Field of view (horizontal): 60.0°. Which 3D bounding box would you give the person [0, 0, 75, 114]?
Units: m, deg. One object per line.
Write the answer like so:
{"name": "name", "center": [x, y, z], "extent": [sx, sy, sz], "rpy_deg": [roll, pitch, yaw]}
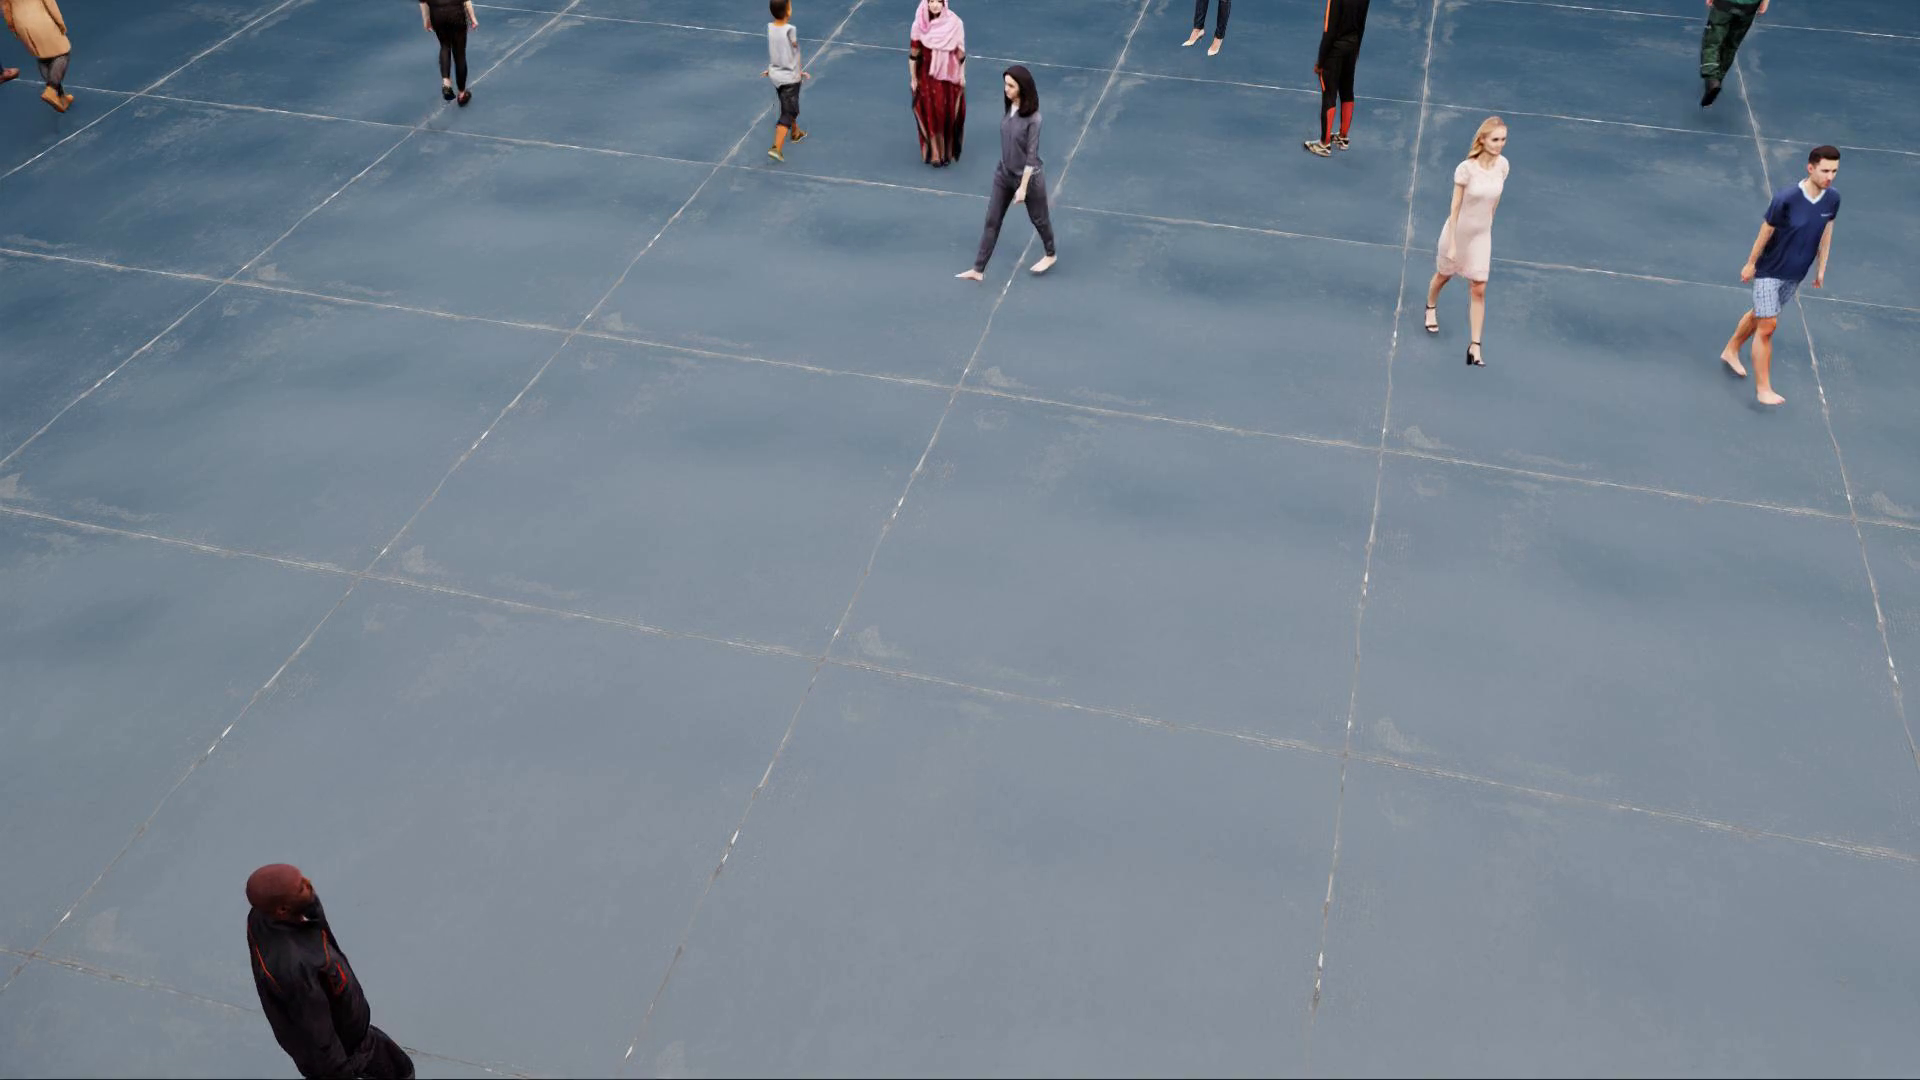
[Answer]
{"name": "person", "center": [-8.465, -4.699, 15.171], "extent": [0.793, 1.715, 0.936], "rpy_deg": [0, 38, 0]}

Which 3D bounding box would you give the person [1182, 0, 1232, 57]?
{"name": "person", "center": [2.355, -5.439, 15.469], "extent": [0.823, 1.783, 0.751], "rpy_deg": [31, 48, 34]}

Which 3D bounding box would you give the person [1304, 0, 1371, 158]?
{"name": "person", "center": [3.330, -4.273, 14.551], "extent": [0.693, 1.807, 0.762], "rpy_deg": [-21, 43, -25]}

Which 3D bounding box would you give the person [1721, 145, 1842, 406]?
{"name": "person", "center": [5.644, -1.908, 11.527], "extent": [0.962, 1.810, 1.179], "rpy_deg": [-7, 39, -9]}

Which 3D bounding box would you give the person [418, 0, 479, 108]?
{"name": "person", "center": [-4.739, -4.790, 15.298], "extent": [0.667, 1.702, 0.703], "rpy_deg": [2, 38, 2]}

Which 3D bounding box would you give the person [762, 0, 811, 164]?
{"name": "person", "center": [-1.565, -4.097, 14.634], "extent": [0.675, 1.429, 1.034], "rpy_deg": [15, 40, 18]}

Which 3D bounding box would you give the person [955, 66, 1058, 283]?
{"name": "person", "center": [0.546, -2.778, 12.713], "extent": [1.213, 1.719, 1.075], "rpy_deg": [-25, 44, -28]}

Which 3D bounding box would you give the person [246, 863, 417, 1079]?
{"name": "person", "center": [-2.608, 1.966, 6.570], "extent": [0.887, 1.815, 0.844], "rpy_deg": [-23, 44, -27]}

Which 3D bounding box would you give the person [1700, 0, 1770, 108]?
{"name": "person", "center": [7.145, -4.915, 15.313], "extent": [0.682, 1.880, 1.024], "rpy_deg": [9, 39, 12]}

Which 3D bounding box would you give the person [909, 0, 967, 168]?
{"name": "person", "center": [-0.190, -4.036, 14.394], "extent": [0.705, 1.628, 0.715], "rpy_deg": [1, 38, 2]}

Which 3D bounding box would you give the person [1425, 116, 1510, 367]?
{"name": "person", "center": [3.571, -2.184, 11.903], "extent": [0.876, 1.781, 1.191], "rpy_deg": [-5, 38, -6]}
